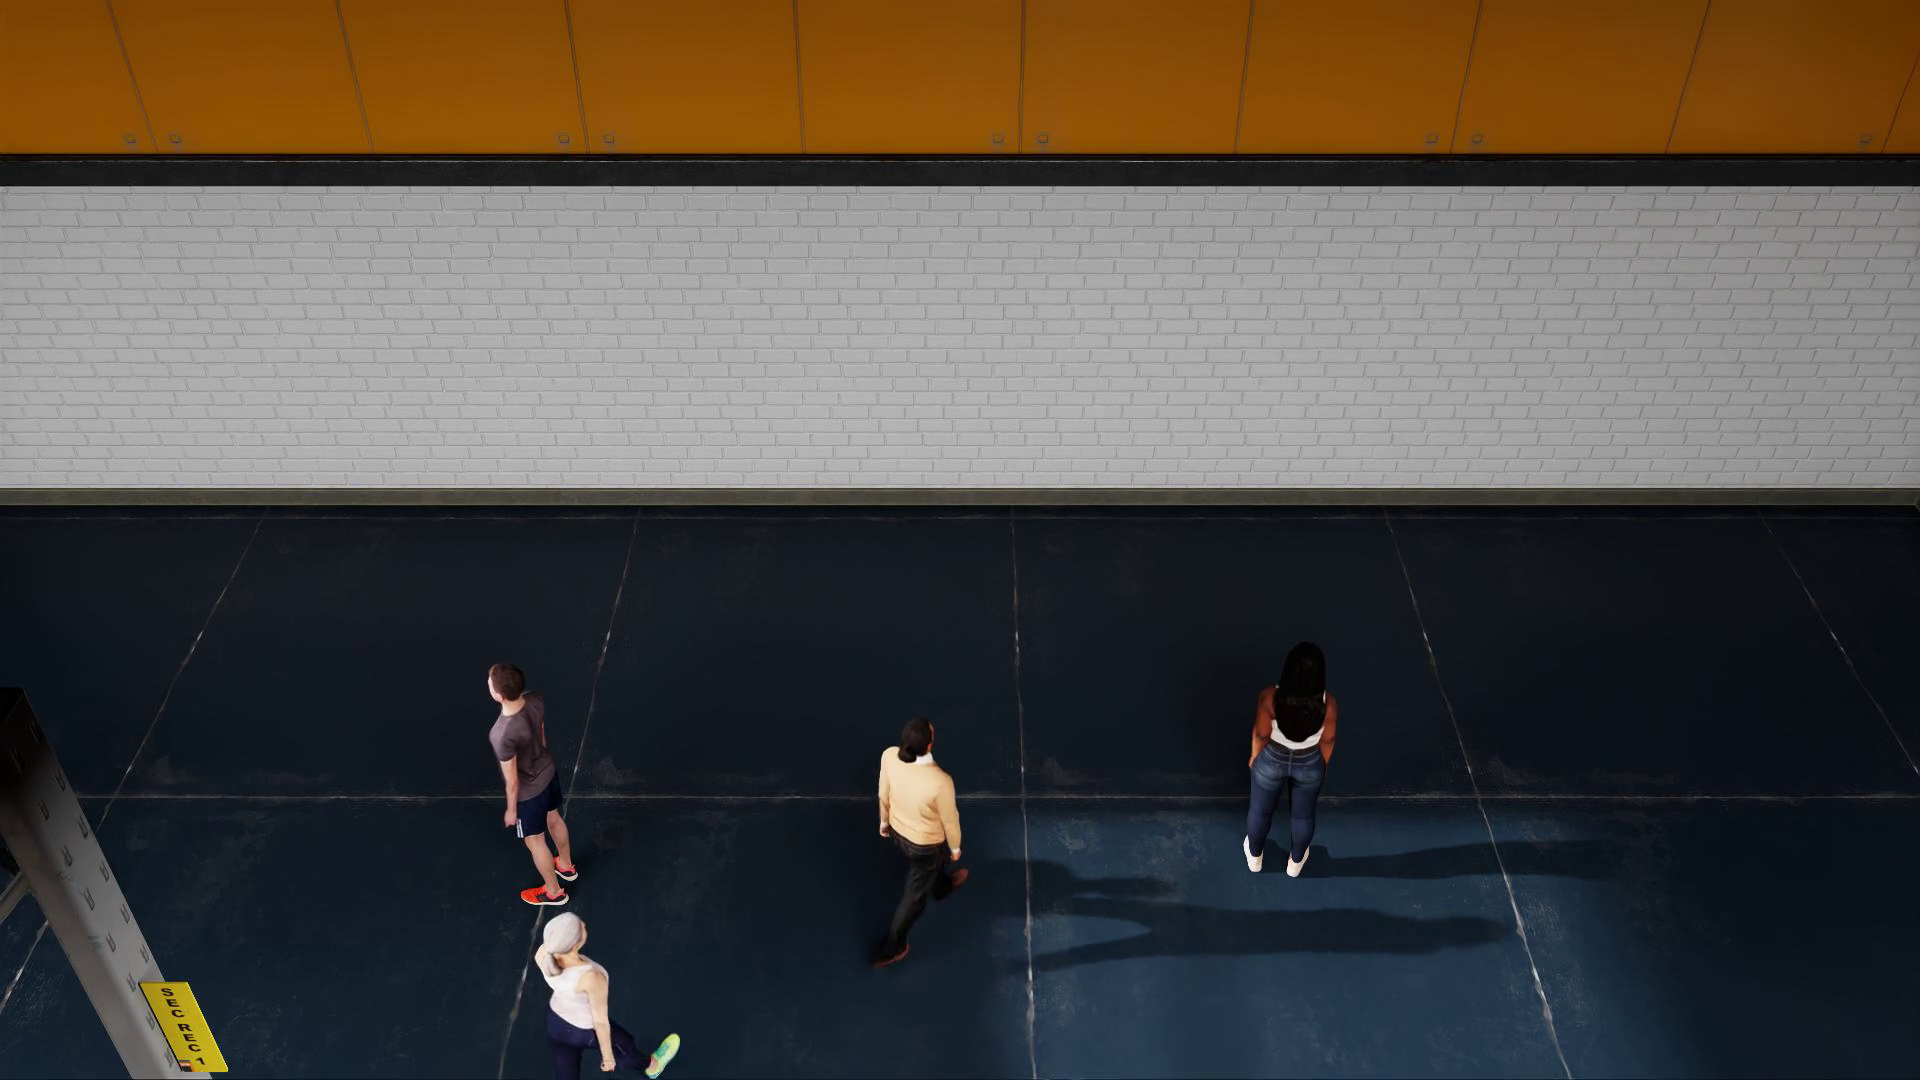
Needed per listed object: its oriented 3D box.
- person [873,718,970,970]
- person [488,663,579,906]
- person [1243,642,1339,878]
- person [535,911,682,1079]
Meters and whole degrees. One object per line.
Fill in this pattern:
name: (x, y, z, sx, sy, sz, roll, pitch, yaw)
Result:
person: (-0.277, 1.743, 9.525, 1.144, 1.719, 1.256, 27, 46, 30)
person: (-2.528, 1.436, 9.801, 0.762, 1.853, 0.564, 9, 39, 11)
person: (1.979, 1.334, 9.968, 0.688, 1.805, 0.669, 8, 39, 10)
person: (-2.002, 2.584, 8.512, 0.990, 1.668, 1.180, 21, 43, 24)
